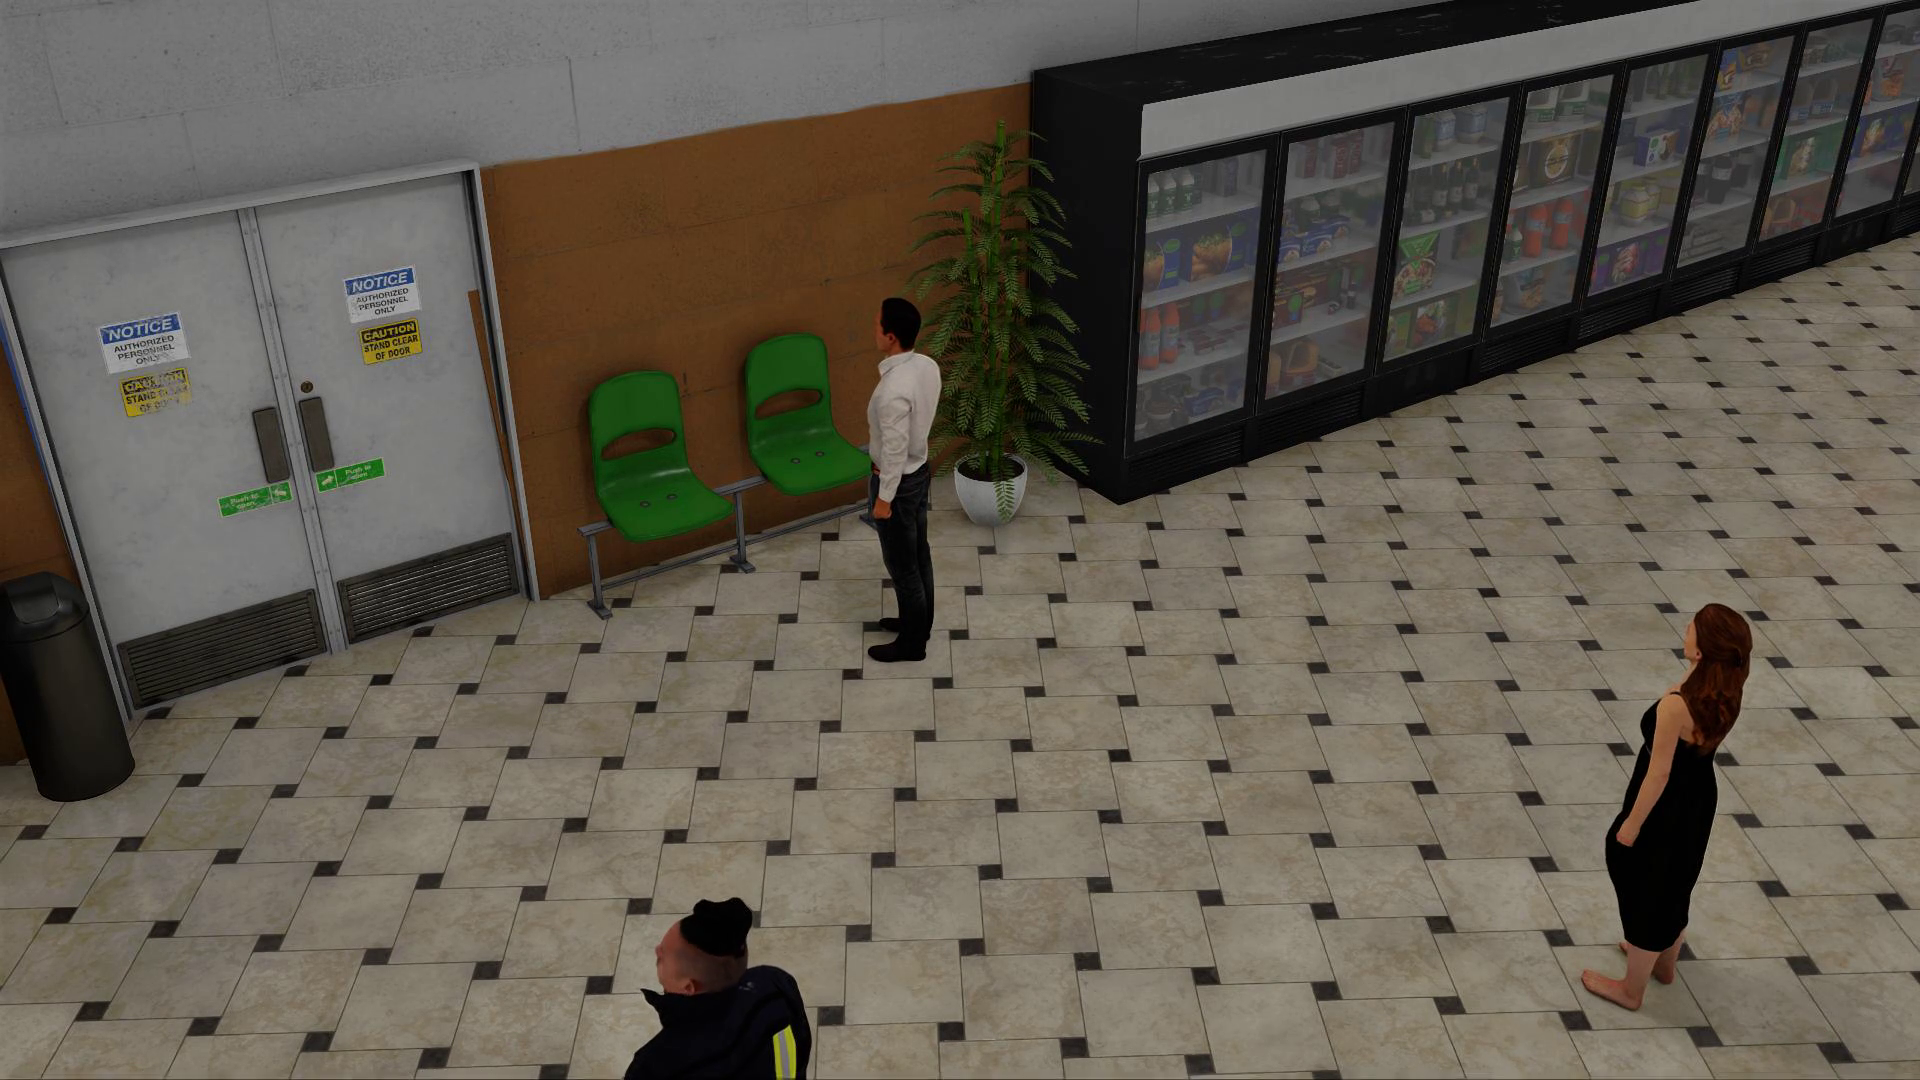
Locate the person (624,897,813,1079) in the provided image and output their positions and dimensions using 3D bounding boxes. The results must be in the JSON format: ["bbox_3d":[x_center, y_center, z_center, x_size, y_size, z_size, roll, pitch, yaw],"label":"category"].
[{"bbox_3d":[-0.611,1.636,4.252,0.791,1.853,0.825,21,35,34],"label":"person"}]

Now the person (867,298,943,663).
[{"bbox_3d":[-0.262,-0.268,7.783,0.780,1.811,0.737,7,29,12],"label":"person"}]

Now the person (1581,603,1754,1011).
[{"bbox_3d":[2.473,0.938,5.769,0.567,1.624,0.547,-19,34,-31],"label":"person"}]
